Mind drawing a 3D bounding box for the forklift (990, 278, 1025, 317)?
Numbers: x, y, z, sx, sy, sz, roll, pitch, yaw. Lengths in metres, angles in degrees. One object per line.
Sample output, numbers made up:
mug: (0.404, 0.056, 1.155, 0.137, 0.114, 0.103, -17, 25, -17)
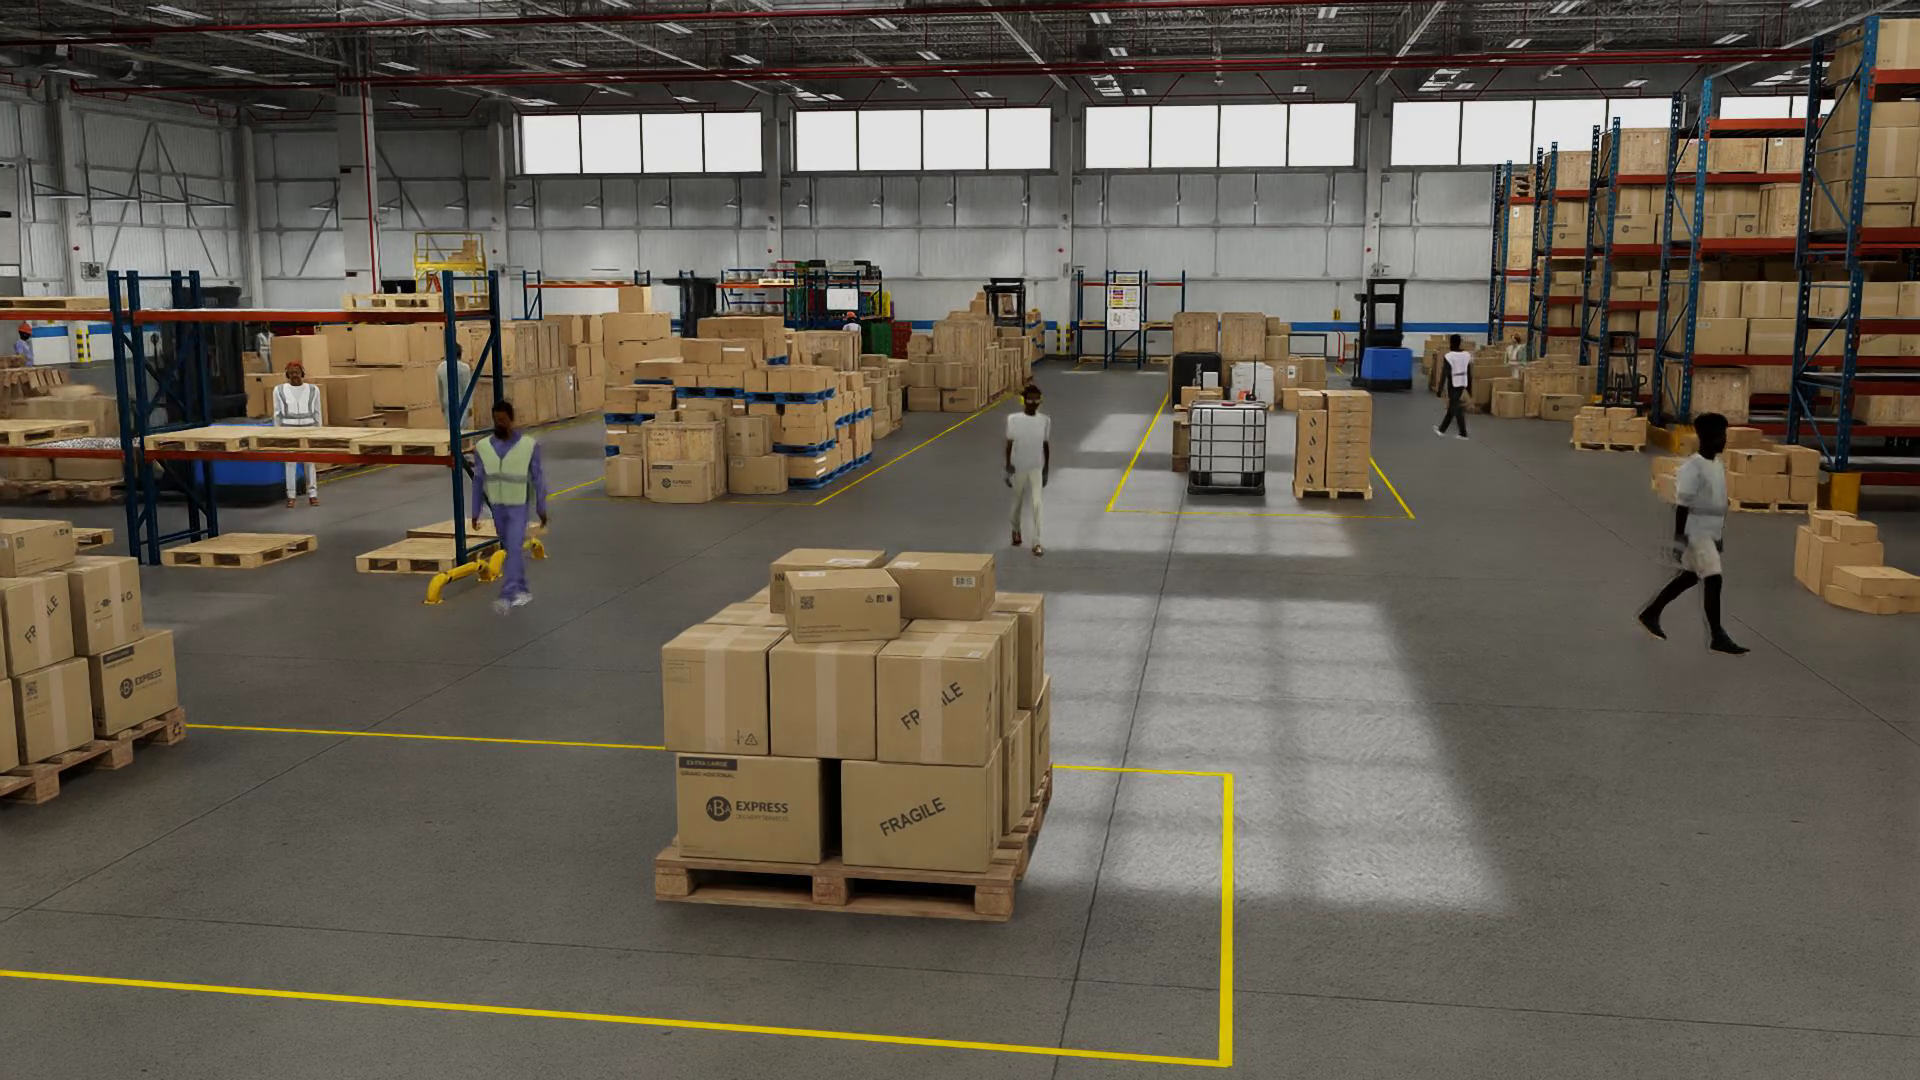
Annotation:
forklift: (1.322, -5.927, 46.470, 1.129, 2.768, 1.873, 1, 9, 9)

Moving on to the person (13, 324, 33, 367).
person: (-19.500, -3.550, 34.744, 0.379, 1.927, 0.542, -2, 9, -12)

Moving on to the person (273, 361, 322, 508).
person: (-8.493, -1.358, 21.357, 0.584, 1.882, 0.349, -4, 10, -26)

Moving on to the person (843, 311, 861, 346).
person: (-2.950, -5.243, 45.197, 0.542, 1.928, 0.400, -6, 11, -33)

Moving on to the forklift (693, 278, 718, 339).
forklift: (-6.855, -5.708, 45.116, 1.873, 2.768, 1.129, 3, 10, 15)

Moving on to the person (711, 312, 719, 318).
person: (-6.652, -5.222, 45.106, 0.703, 1.916, 0.644, -4, 10, -25)

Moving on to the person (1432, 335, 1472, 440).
person: (8.854, -2.759, 30.003, 0.623, 1.871, 0.988, -5, 11, -30)

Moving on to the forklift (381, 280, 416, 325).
forklift: (-11.957, -4.169, 35.627, 1.873, 2.768, 1.129, 1, 9, 9)

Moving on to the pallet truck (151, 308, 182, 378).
pallet truck: (-21.869, -5.598, 47.154, 0.823, 1.965, 1.885, 4, 10, 26)

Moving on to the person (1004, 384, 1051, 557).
person: (0.716, -0.778, 17.946, 0.522, 1.838, 0.884, -1, 9, -6)

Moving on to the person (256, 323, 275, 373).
person: (-18.838, -5.082, 45.107, 0.602, 1.619, 0.531, 8, 12, 41)

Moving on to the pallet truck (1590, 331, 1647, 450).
pallet truck: (11.253, -2.573, 28.499, 0.823, 1.965, 1.885, 5, 10, 27)

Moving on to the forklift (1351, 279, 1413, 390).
forklift: (10.763, -5.235, 42.201, 1.129, 2.768, 1.873, 0, 9, 0)

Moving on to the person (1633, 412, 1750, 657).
person: (5.884, -0.075, 13.319, 0.948, 1.933, 0.605, 9, 13, 44)

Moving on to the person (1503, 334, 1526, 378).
person: (12.383, -3.813, 37.335, 0.736, 1.610, 0.541, -5, 11, -30)

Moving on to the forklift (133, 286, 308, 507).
forklift: (-9.625, -1.891, 21.579, 1.873, 2.768, 1.129, 1, 9, 9)

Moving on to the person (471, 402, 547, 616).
person: (-4.031, -0.279, 14.736, 0.618, 1.865, 1.015, 1, 9, 7)

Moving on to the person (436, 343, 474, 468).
person: (-7.737, -2.066, 25.550, 0.629, 1.940, 0.379, 5, 10, 26)
